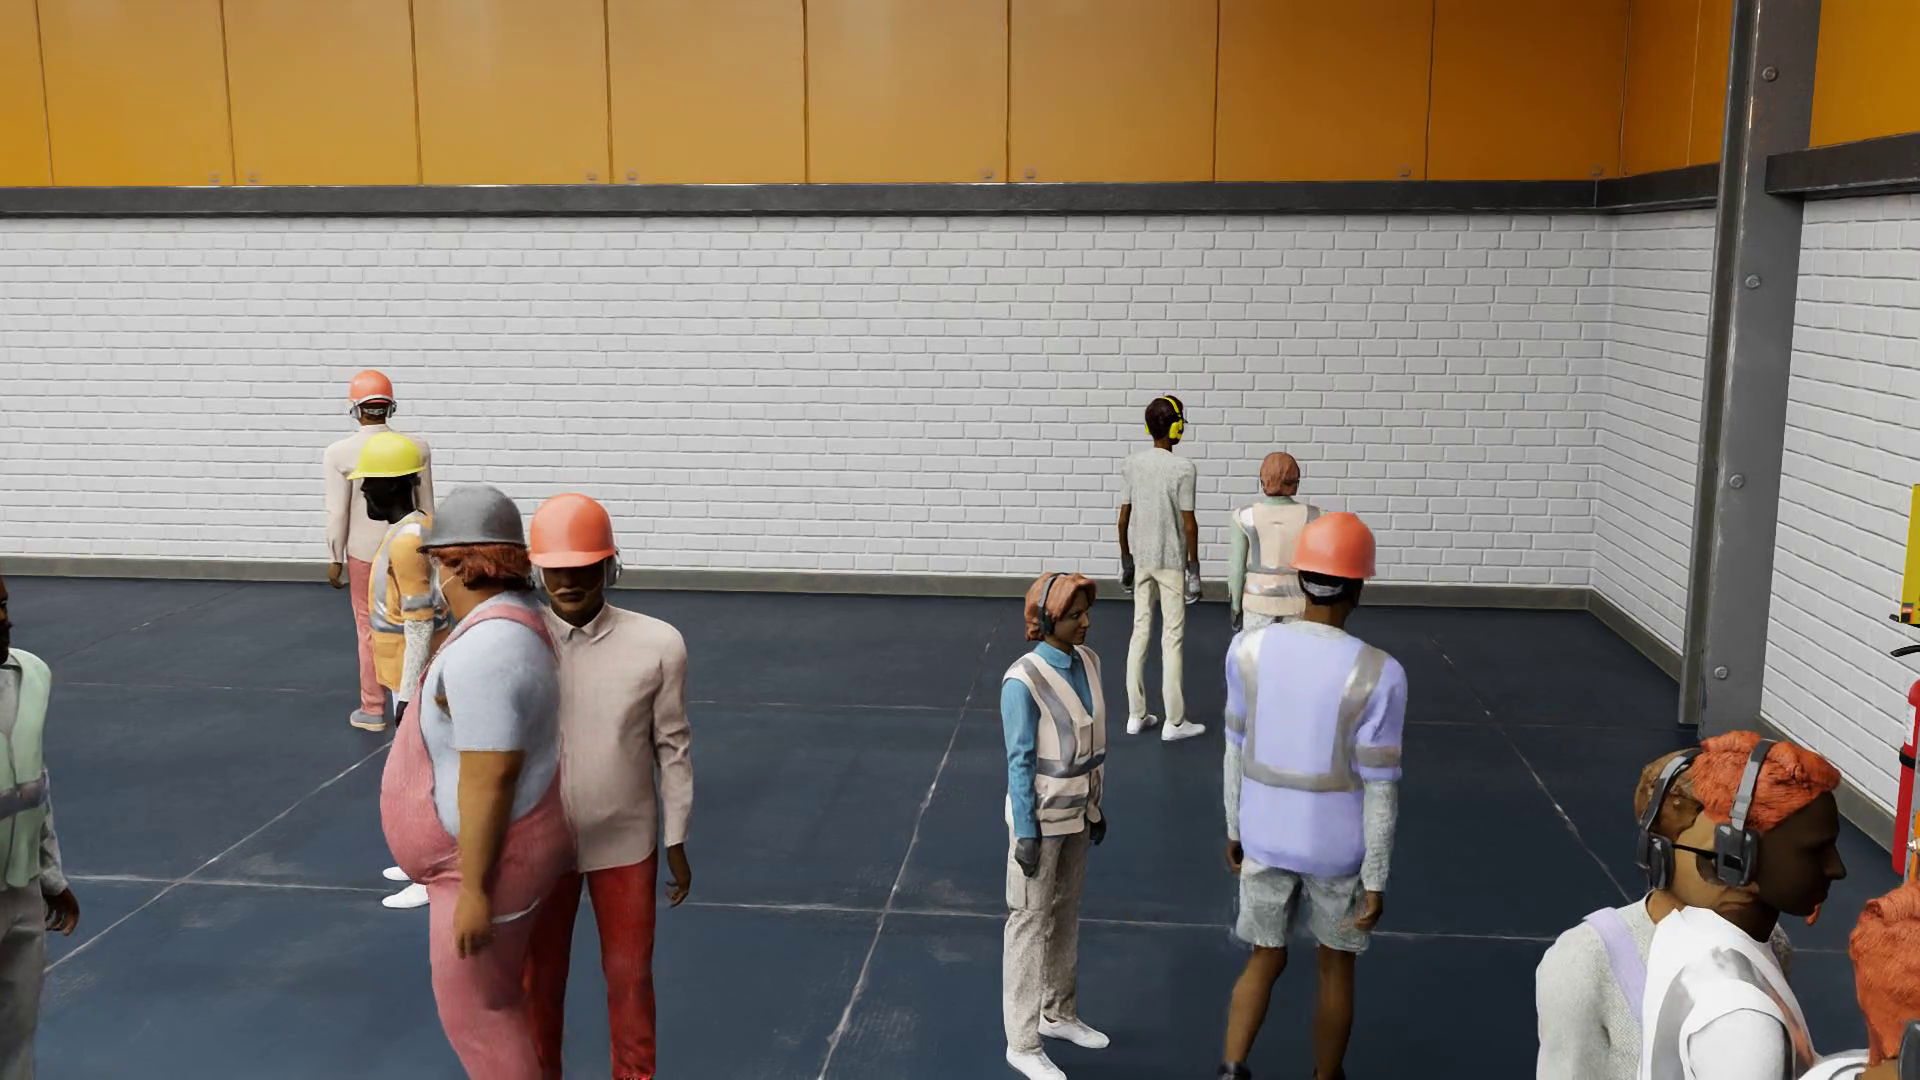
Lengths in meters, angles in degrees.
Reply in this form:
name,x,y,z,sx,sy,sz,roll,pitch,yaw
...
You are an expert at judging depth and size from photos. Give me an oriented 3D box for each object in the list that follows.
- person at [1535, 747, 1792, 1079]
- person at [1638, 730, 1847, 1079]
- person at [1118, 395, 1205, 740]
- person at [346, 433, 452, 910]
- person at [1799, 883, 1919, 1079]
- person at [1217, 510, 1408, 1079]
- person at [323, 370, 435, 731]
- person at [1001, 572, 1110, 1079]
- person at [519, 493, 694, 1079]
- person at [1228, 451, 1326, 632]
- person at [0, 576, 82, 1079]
name,x,y,z,sx,sy,sz,roll,pitch,yaw
person,1.192,1.244,2.850,0.506,1.847,0.350,-4,11,-22
person,1.251,1.240,2.773,0.355,1.881,0.575,2,10,10
person,1.093,0.149,9.044,0.520,1.874,0.332,9,13,41
person,-2.240,0.525,6.733,0.375,1.925,0.595,-3,10,-16
person,1.157,1.348,2.193,0.367,1.876,0.576,5,11,26
person,0.977,0.872,4.777,0.556,1.918,0.707,6,12,31
person,-3.200,0.058,9.213,0.608,1.995,0.377,-8,13,-40
person,0.304,0.908,5.364,0.307,1.641,0.512,6,12,31
person,-1.051,0.851,4.671,0.612,1.994,0.395,-2,10,-12
person,1.618,0.368,8.464,0.512,1.637,0.306,1,10,8
person,-2.573,0.945,4.352,0.395,1.919,0.590,1,10,8
